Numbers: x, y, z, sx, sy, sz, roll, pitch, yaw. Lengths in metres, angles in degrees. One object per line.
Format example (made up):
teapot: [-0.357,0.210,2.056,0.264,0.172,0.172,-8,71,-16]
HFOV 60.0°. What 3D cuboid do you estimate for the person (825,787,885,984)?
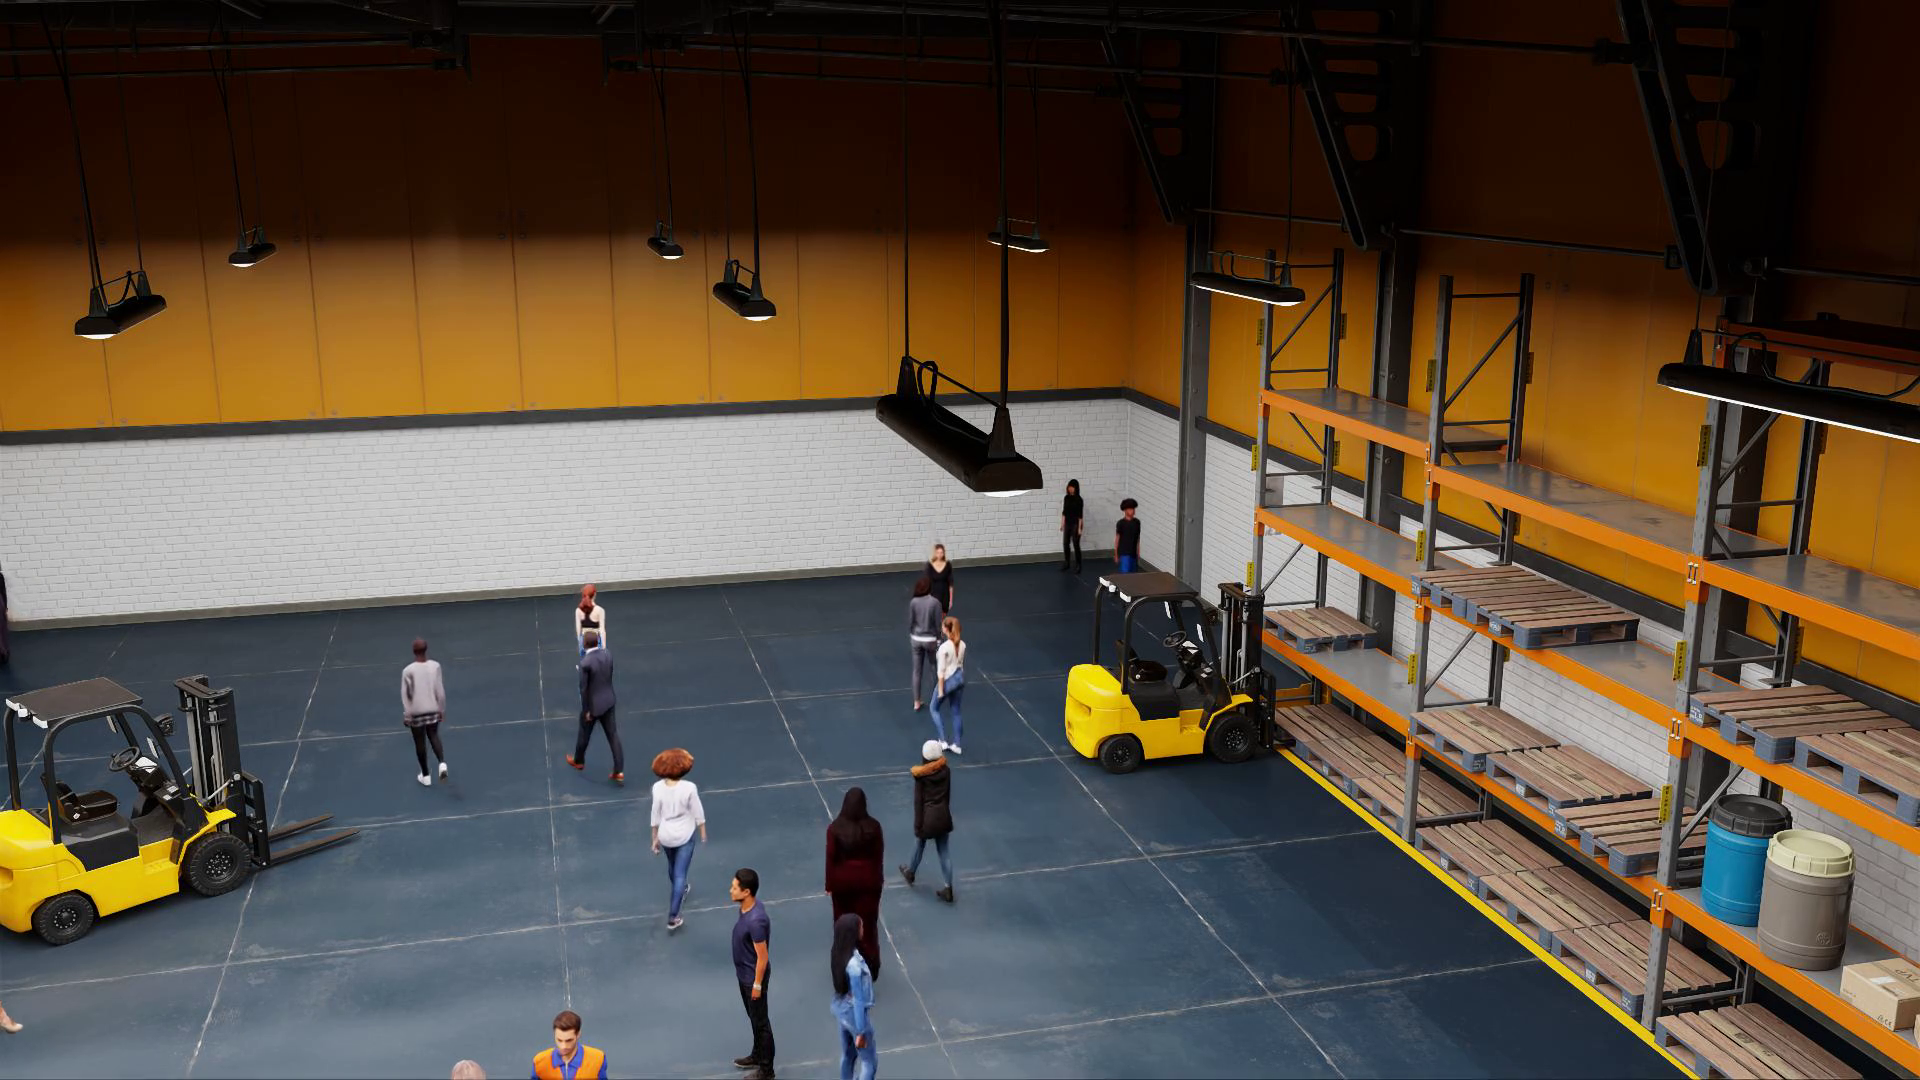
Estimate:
person: [-0.903,3.091,14.698,0.764,1.715,1.108,-3,14,-11]

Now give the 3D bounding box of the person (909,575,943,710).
person: [-0.477,1.373,21.786,0.947,1.719,1.184,3,14,12]

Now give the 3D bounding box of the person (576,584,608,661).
person: [-4.735,1.471,21.306,0.831,1.754,1.054,2,14,8]

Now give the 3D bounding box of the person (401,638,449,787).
person: [-6.124,2.000,19.109,0.793,1.761,0.897,-11,18,-39]

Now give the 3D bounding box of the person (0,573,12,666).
person: [-13.713,0.994,23.583,0.892,1.610,0.821,10,17,36]

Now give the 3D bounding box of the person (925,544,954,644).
person: [-0.294,0.848,24.131,0.586,1.637,1.047,-2,14,-10]

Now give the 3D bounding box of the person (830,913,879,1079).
person: [-0.877,3.615,12.557,0.736,1.706,0.579,-5,15,-21]

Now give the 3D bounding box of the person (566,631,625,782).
person: [-4.129,1.956,19.264,1.303,1.773,1.100,12,18,41]

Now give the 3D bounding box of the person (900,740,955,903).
person: [-0.222,2.773,16.269,0.826,1.595,1.094,-9,16,-32]

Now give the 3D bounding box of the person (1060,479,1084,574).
person: [1.953,-0.249,28.673,0.630,1.631,0.715,11,17,38]

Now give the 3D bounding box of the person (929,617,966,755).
person: [-0.051,1.780,20.122,0.799,1.710,0.763,12,18,41]

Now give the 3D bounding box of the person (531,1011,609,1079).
person: [-2.556,3.930,10.932,0.677,1.858,0.584,-4,14,-16]

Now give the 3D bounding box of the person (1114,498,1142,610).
person: [2.614,0.194,26.519,0.698,1.782,0.979,-6,15,-23]

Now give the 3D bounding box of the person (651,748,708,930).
person: [-2.709,2.851,15.781,0.990,1.672,1.214,3,14,13]

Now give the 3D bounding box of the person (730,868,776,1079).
person: [-1.626,3.428,13.149,0.725,1.790,0.478,-5,14,-19]
